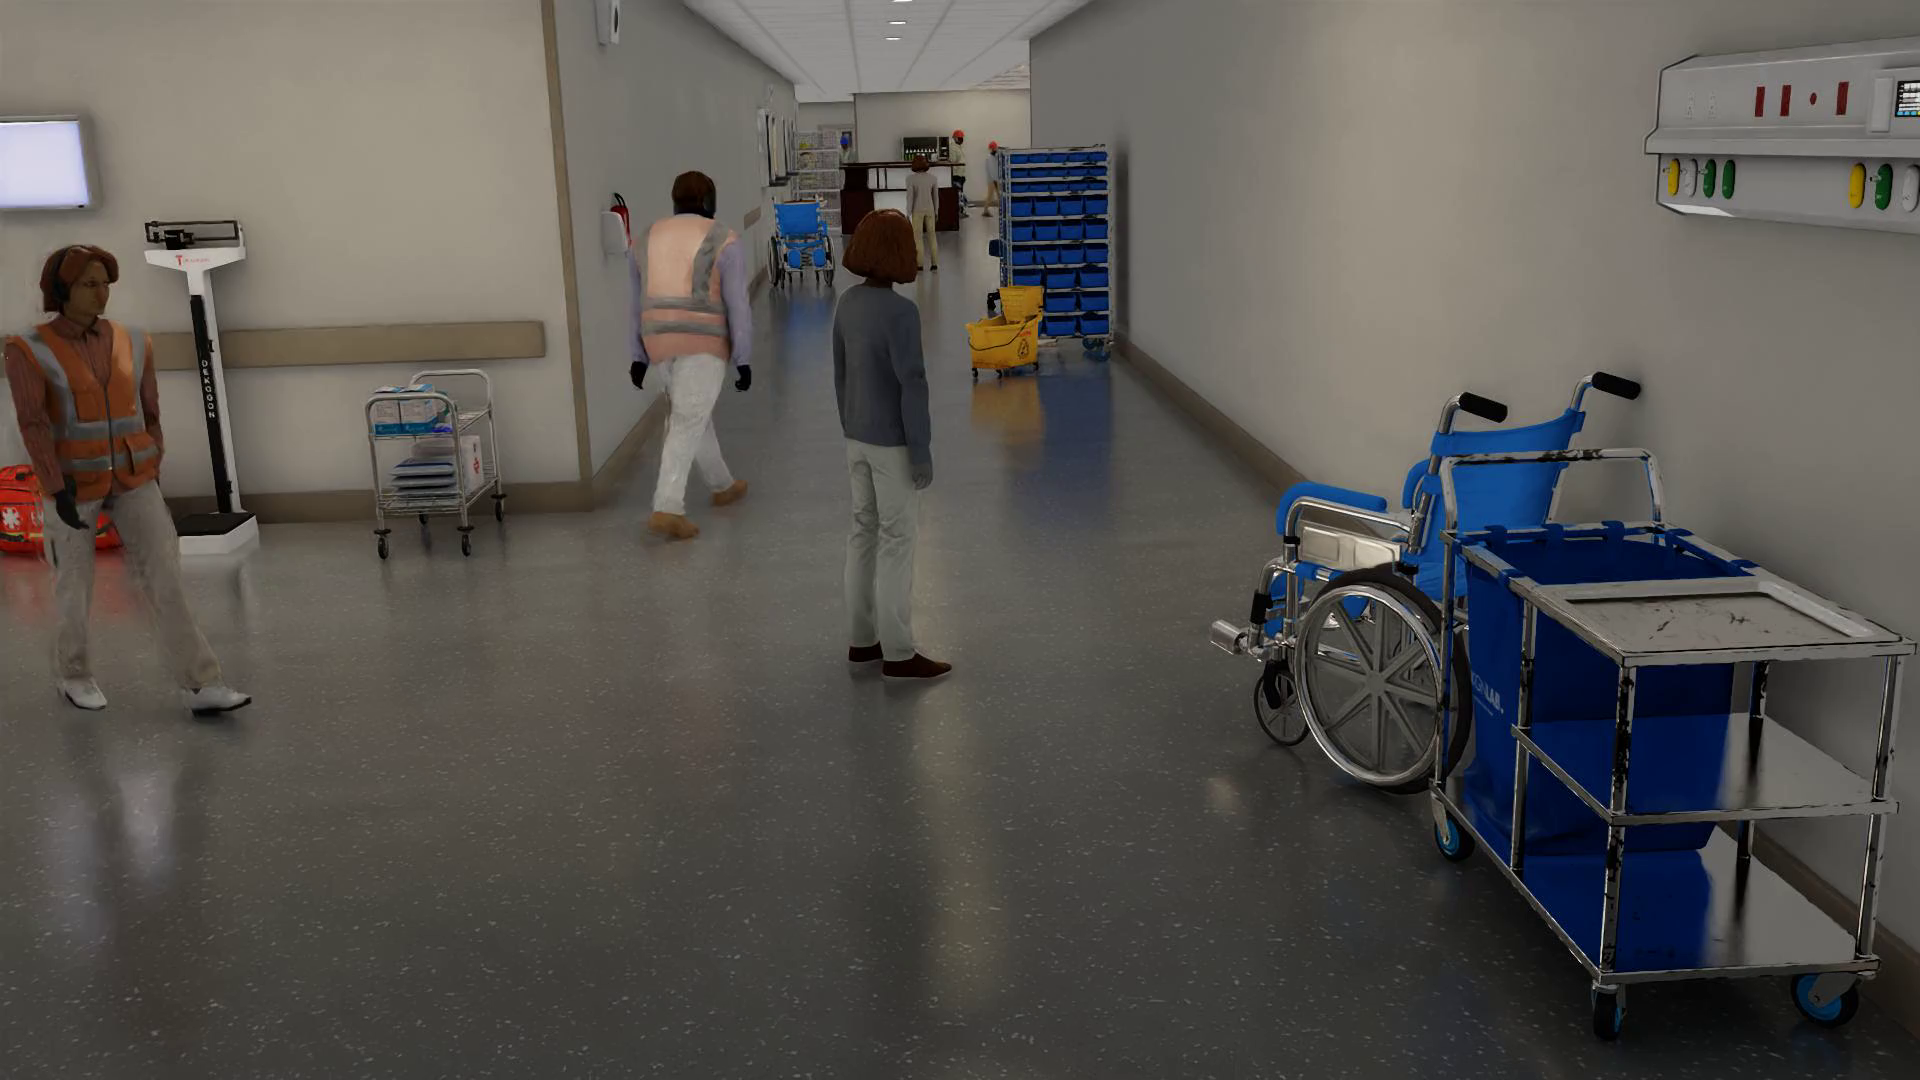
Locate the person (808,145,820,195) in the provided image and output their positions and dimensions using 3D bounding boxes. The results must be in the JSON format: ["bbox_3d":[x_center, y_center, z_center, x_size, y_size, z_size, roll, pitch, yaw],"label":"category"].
[{"bbox_3d":[-4.580,-11.138,50.507,0.416,1.754,0.526,0,14,8],"label":"person"}]

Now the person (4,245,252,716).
[{"bbox_3d":[-2.852,-0.171,5.562,0.819,1.597,0.507,9,17,38],"label":"person"}]

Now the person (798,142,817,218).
[{"bbox_3d":[-3.497,-8.119,37.834,0.414,1.822,0.599,10,18,39],"label":"person"}]

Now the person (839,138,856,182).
[{"bbox_3d":[-3.275,-10.608,47.868,0.726,1.884,0.873,9,17,36],"label":"person"}]

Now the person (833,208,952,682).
[{"bbox_3d":[-0.255,-0.326,5.803,0.268,1.632,0.507,-10,16,-32],"label":"person"}]

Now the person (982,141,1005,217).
[{"bbox_3d":[0.836,-8.314,38.331,0.758,1.712,0.583,4,15,23],"label":"person"}]

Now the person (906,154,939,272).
[{"bbox_3d":[-0.529,-4.587,23.350,0.507,1.631,0.276,-9,15,-26],"label":"person"}]

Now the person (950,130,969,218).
[{"bbox_3d":[-0.025,-8.408,38.240,0.381,1.994,0.613,3,14,19],"label":"person"}]

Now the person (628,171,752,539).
[{"bbox_3d":[-1.335,-0.929,8.212,0.640,1.749,1.125,4,15,23],"label":"person"}]
